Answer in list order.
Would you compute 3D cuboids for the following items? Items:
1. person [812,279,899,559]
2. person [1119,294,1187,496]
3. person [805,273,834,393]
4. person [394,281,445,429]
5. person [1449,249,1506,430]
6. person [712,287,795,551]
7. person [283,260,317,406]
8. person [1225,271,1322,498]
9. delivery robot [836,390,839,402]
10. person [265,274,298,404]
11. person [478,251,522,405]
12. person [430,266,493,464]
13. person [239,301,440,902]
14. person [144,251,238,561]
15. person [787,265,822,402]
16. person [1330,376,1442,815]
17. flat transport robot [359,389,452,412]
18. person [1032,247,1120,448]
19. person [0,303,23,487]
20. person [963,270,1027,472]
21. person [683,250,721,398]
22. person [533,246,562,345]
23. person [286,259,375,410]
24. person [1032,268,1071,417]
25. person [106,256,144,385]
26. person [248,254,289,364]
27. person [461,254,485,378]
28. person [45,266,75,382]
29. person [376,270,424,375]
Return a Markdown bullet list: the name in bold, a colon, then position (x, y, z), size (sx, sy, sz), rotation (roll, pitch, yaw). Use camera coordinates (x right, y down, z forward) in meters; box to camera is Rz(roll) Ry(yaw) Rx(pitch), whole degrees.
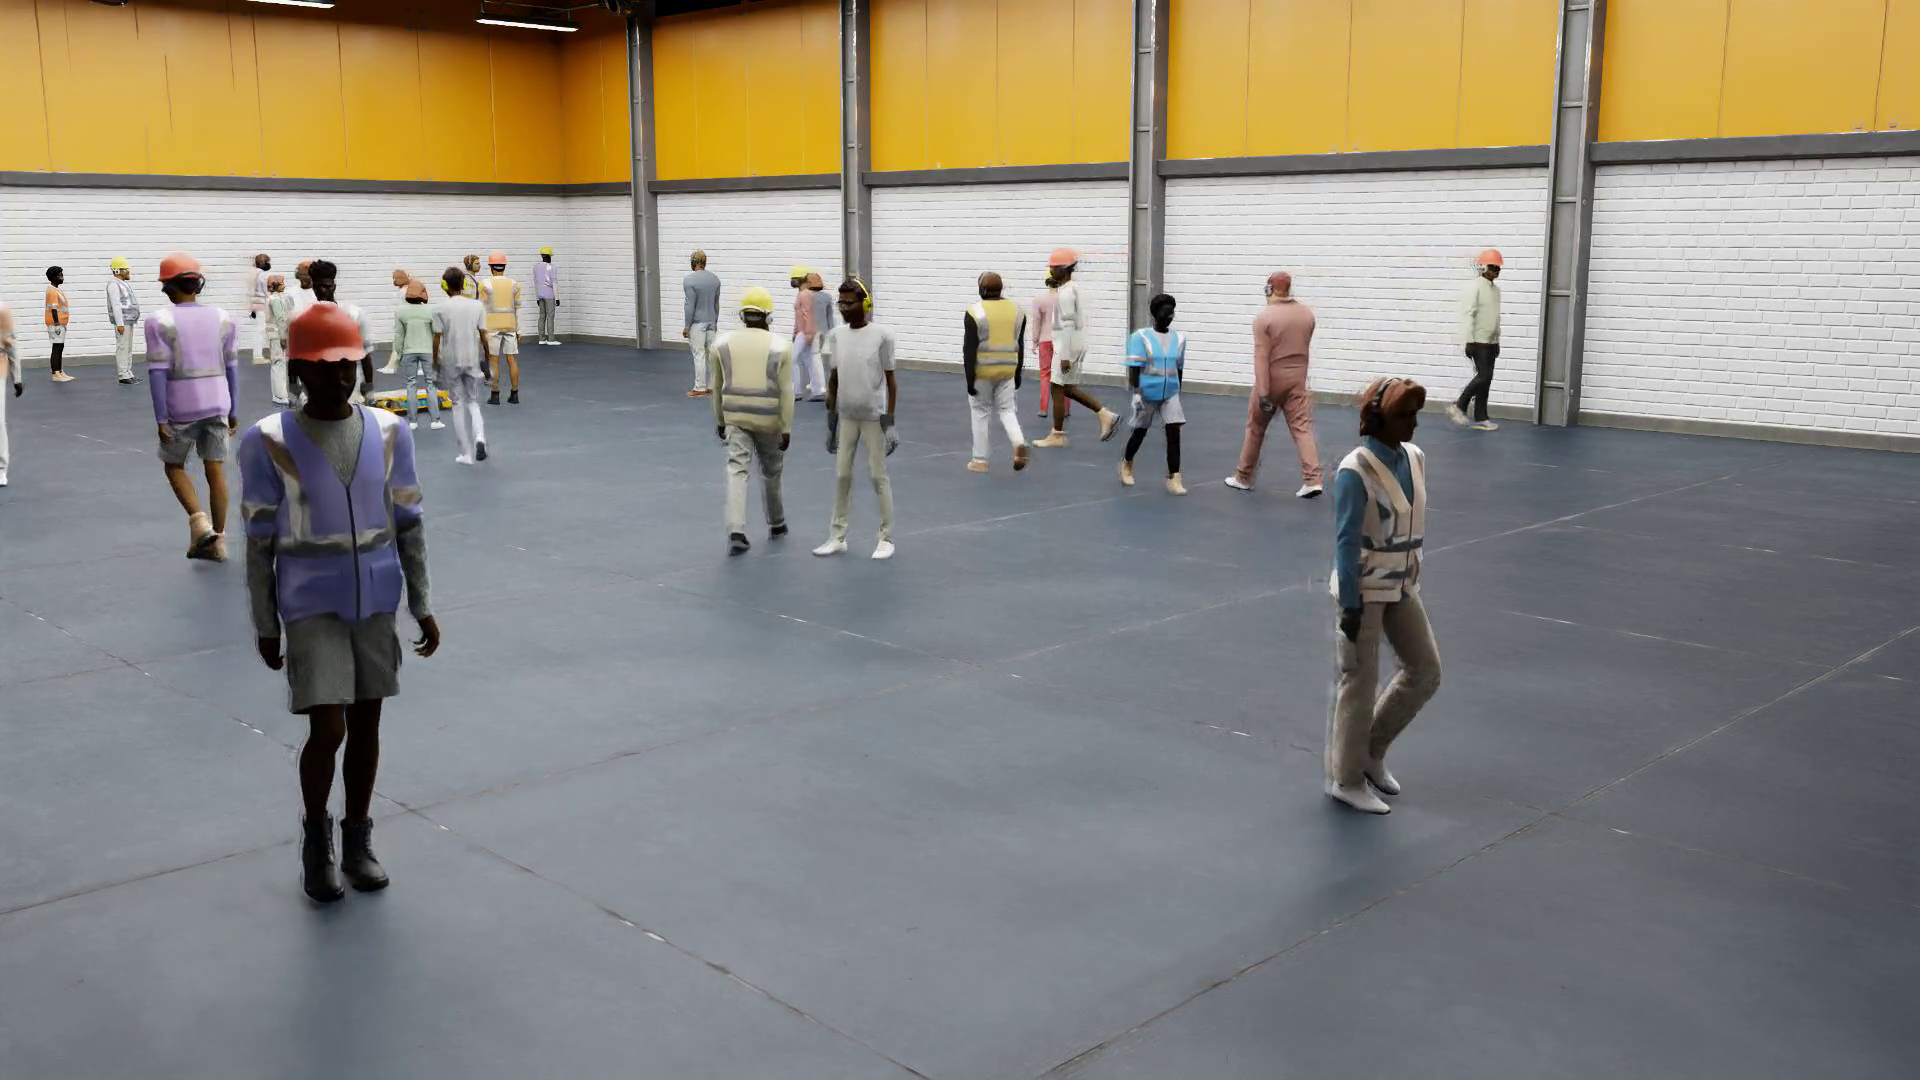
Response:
- **person**: position (-0.663, -0.787, 10.995), size (0.610, 1.849, 0.402), rotation (5, 12, 26)
- **person**: position (1.612, -1.231, 13.880), size (0.534, 1.665, 0.832), rotation (-3, 11, -18)
- **person**: position (-2.027, -2.820, 22.663), size (0.523, 1.608, 0.670), rotation (-10, 14, -43)
- **person**: position (-5.954, -2.031, 18.334), size (0.507, 1.631, 0.275), rotation (-1, 10, -6)
- **person**: position (5.731, -2.183, 18.192), size (0.639, 1.983, 0.441), rotation (-10, 14, -43)
- **person**: position (-1.421, -0.832, 11.398), size (0.600, 1.788, 0.925), rotation (1, 10, 7)
- **person**: position (-7.664, -2.379, 19.674), size (0.578, 1.851, 0.874), rotation (-2, 11, -11)
- **person**: position (2.635, -1.280, 13.664), size (0.627, 1.852, 1.025), rotation (-5, 11, -23)
- **delivery robot**: position (-1.384, -1.946, 20.553), size (0.477, 0.478, 0.707), rotation (0, 10, 1)
- **person**: position (-8.638, -2.541, 21.097), size (0.305, 1.639, 0.522), rotation (-6, 12, -30)
- **person**: position (-5.825, -2.680, 21.063), size (0.541, 1.932, 0.383), rotation (-7, 13, -34)
- **person**: position (-4.627, -1.608, 15.434), size (0.555, 1.846, 0.451), rotation (-7, 13, -34)
- **person**: position (-1.967, 0.206, 5.322), size (0.540, 1.922, 0.487), rotation (-9, 14, -40)
- **person**: position (-4.982, -0.855, 10.837), size (0.450, 2.027, 0.618), rotation (9, 14, 41)
- **person**: position (-2.072, -2.617, 21.200), size (0.662, 1.740, 0.560), rotation (-2, 11, -10)
- **person**: position (1.554, 0.212, 6.114), size (0.547, 1.622, 0.381), rotation (-10, 14, -43)
- **flat transport robot**: position (-6.797, -1.677, 20.112), size (0.652, 0.197, 1.431), rotation (5, 12, 25)
- **person**: position (1.158, -1.906, 16.604), size (0.782, 2.023, 0.616), rotation (2, 11, 10)
- **person**: position (-8.330, -1.382, 14.089), size (0.596, 1.892, 0.855), rotation (-3, 11, -14)
- **person**: position (0.312, -1.486, 14.839), size (0.635, 1.826, 0.701), rotation (-5, 11, -25)
- **person**: position (-3.416, -2.842, 21.922), size (0.373, 1.940, 0.629), rotation (7, 12, 33)
- **person**: position (-8.040, -4.754, 32.410), size (0.585, 1.921, 0.391), rotation (7, 12, 33)
- **person**: position (-4.840, -1.171, 12.773), size (0.617, 1.944, 0.486), rotation (-1, 10, -8)
- **person**: position (1.100, -2.315, 19.522), size (0.522, 1.768, 0.312), rotation (-1, 10, -3)
- **person**: position (-11.923, -3.124, 23.743), size (0.404, 1.831, 0.601), rotation (-3, 11, -14)
- **person**: position (-11.460, -3.837, 27.689), size (0.830, 1.808, 0.646), rotation (-8, 13, -38)
- **person**: position (-7.295, -3.346, 24.924), size (0.343, 1.847, 0.507), rotation (-2, 11, -13)
- **person**: position (-13.140, -3.138, 24.215), size (0.321, 1.689, 0.531), rotation (-4, 11, -22)
- **person**: position (-8.545, -3.291, 25.280), size (0.795, 1.597, 0.504), rotation (-4, 11, -23)
